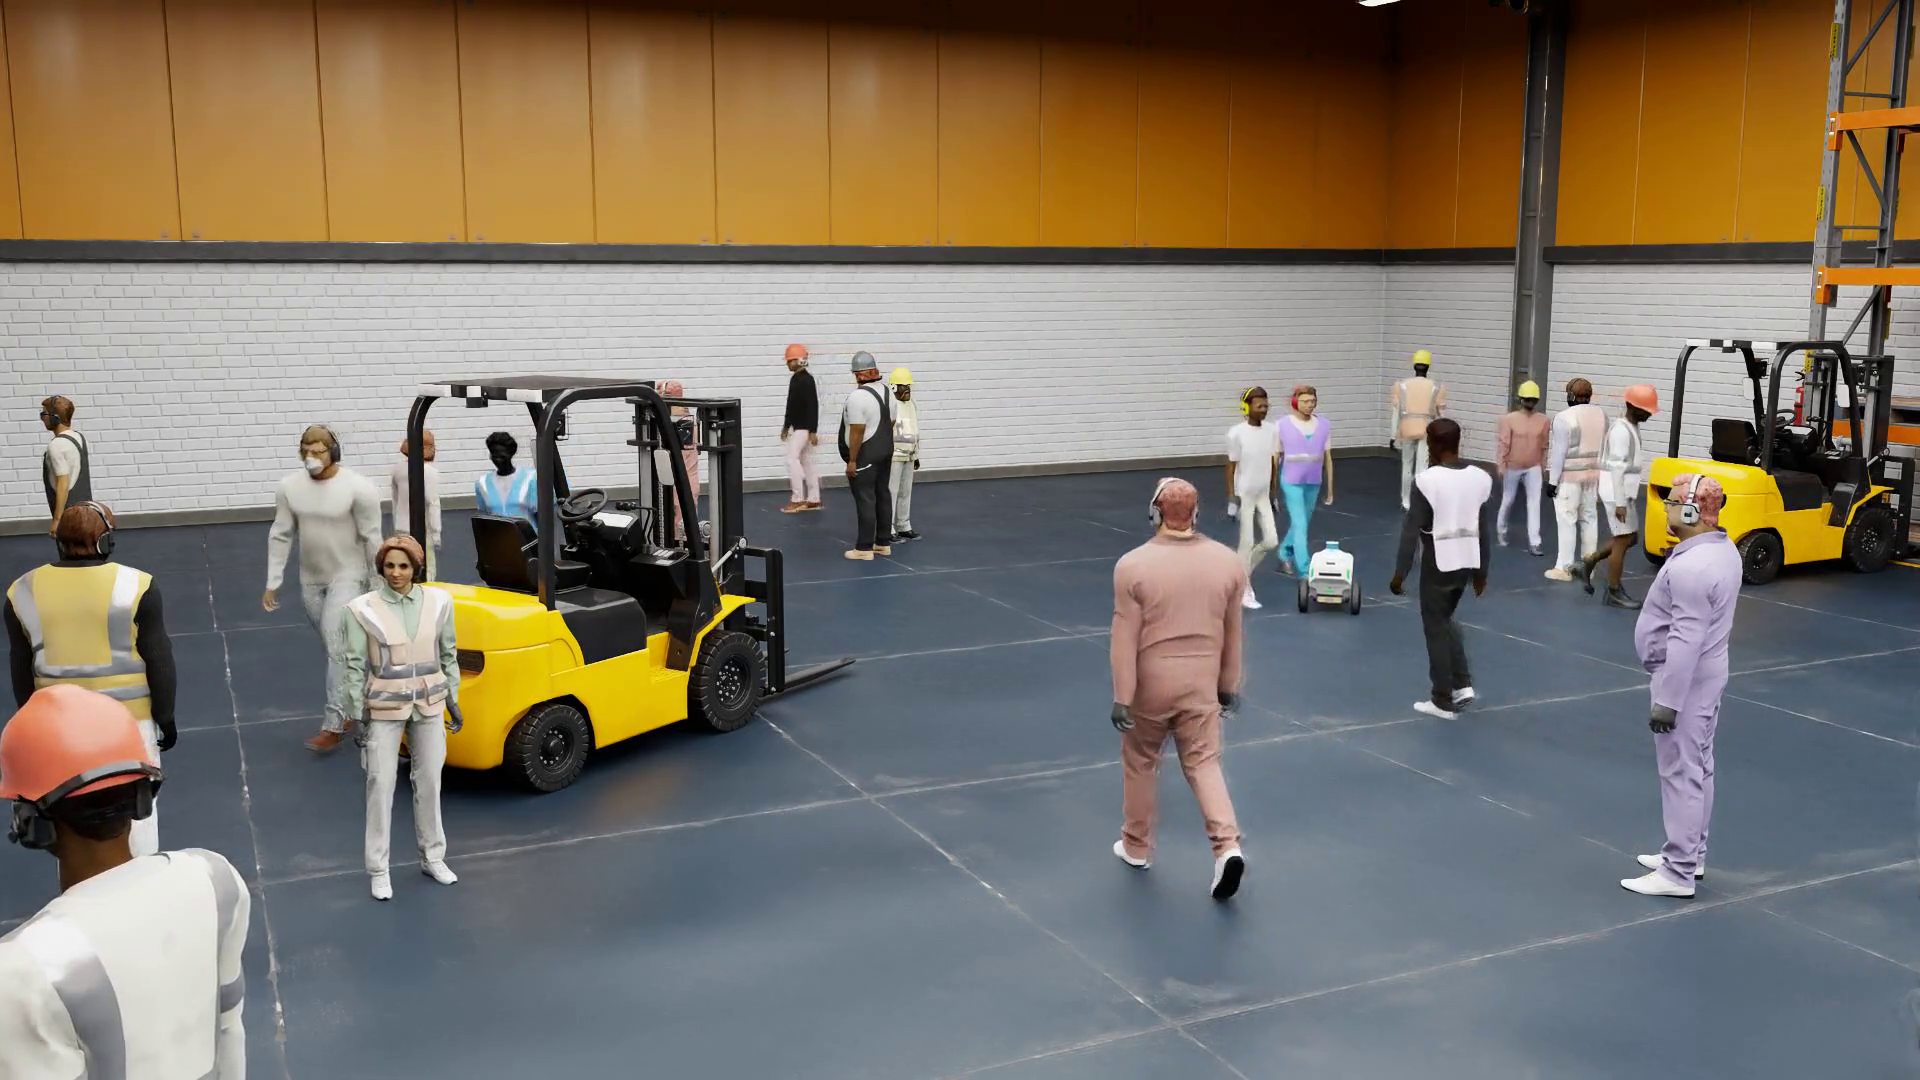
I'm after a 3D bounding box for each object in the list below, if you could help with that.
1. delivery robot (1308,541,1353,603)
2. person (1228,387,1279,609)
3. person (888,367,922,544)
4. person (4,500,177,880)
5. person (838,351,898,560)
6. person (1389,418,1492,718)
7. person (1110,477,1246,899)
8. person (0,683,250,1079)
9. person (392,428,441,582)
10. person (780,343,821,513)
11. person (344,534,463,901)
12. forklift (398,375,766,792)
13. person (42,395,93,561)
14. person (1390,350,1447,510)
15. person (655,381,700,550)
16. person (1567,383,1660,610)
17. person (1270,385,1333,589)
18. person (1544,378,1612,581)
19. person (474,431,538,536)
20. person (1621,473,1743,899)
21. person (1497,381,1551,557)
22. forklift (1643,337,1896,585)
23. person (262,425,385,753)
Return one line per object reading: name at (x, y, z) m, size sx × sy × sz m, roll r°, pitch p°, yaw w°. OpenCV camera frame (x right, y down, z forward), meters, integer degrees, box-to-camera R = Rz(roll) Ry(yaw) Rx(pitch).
delivery robot at (3.083, 0.255, 13.806) m, size 0.477 × 0.478 × 0.707 m, roll 2°, pitch 10°, yaw 14°
person at (2.437, -0.356, 13.867) m, size 0.541 × 1.855 × 0.432 m, roll -5°, pitch 10°, yaw -29°
person at (-0.618, -0.873, 17.185) m, size 0.403 × 1.825 × 0.591 m, roll 6°, pitch 11°, yaw 32°
person at (-3.646, 0.747, 7.064) m, size 0.637 × 1.842 × 0.429 m, roll -1°, pitch 9°, yaw -8°
person at (-0.936, -0.832, 16.244) m, size 0.536 × 2.000 × 0.683 m, roll 6°, pitch 11°, yaw 31°
person at (3.038, 0.180, 10.445) m, size 0.589 × 1.893 × 0.460 m, roll -5°, pitch 11°, yaw -30°
person at (1.000, 0.658, 7.540) m, size 0.655 × 1.879 × 0.867 m, roll -3°, pitch 10°, yaw -16°
person at (-1.606, 1.275, 3.170) m, size 0.372 × 2.040 × 0.616 m, roll 2°, pitch 9°, yaw 13°
person at (-4.190, -0.049, 12.741) m, size 0.519 × 1.608 × 0.434 m, roll 6°, pitch 11°, yaw 34°
person at (-1.921, -1.297, 19.374) m, size 0.688 × 1.968 × 0.620 m, roll -3°, pitch 10°, yaw -17°
person at (-2.493, 0.782, 7.485) m, size 0.517 × 1.636 × 0.313 m, roll -7°, pitch 12°, yaw -38°
forklift at (-2.268, 0.149, 9.685) m, size 1.214 × 2.155 × 2.313 m, roll 6°, pitch 11°, yaw 32°
person at (-6.935, -0.201, 12.935) m, size 0.333 × 1.844 × 0.514 m, roll -1°, pitch 9°, yaw -7°
person at (5.304, -1.237, 19.208) m, size 0.619 × 1.885 × 0.910 m, roll 3°, pitch 10°, yaw 18°
person at (-2.373, -0.375, 13.856) m, size 0.401 × 1.901 × 0.641 m, roll 0°, pitch 9°, yaw 3°
person at (5.471, -0.375, 13.859) m, size 0.614 × 1.893 × 0.590 m, roll 7°, pitch 11°, yaw 35°
person at (3.051, -0.511, 15.003) m, size 0.575 × 1.809 × 0.944 m, roll -3°, pitch 10°, yaw -16°
person at (5.586, -0.551, 15.117) m, size 0.631 × 1.842 × 0.428 m, roll -4°, pitch 10°, yaw -23°
person at (-3.220, 0.025, 12.081) m, size 0.544 × 1.672 × 0.734 m, roll 0°, pitch 9°, yaw 2°
person at (3.240, 0.648, 7.481) m, size 0.409 × 1.909 × 0.642 m, roll 6°, pitch 11°, yaw 34°
person at (5.632, -0.743, 16.692) m, size 0.543 × 1.724 × 0.910 m, roll 0°, pitch 9°, yaw 1°
forklift at (7.551, -0.789, 15.507) m, size 2.313 × 2.155 × 1.214 m, roll -4°, pitch 10°, yaw -25°
person at (-3.769, 0.283, 9.771) m, size 0.655 × 1.903 × 0.911 m, roll 3°, pitch 10°, yaw 16°
